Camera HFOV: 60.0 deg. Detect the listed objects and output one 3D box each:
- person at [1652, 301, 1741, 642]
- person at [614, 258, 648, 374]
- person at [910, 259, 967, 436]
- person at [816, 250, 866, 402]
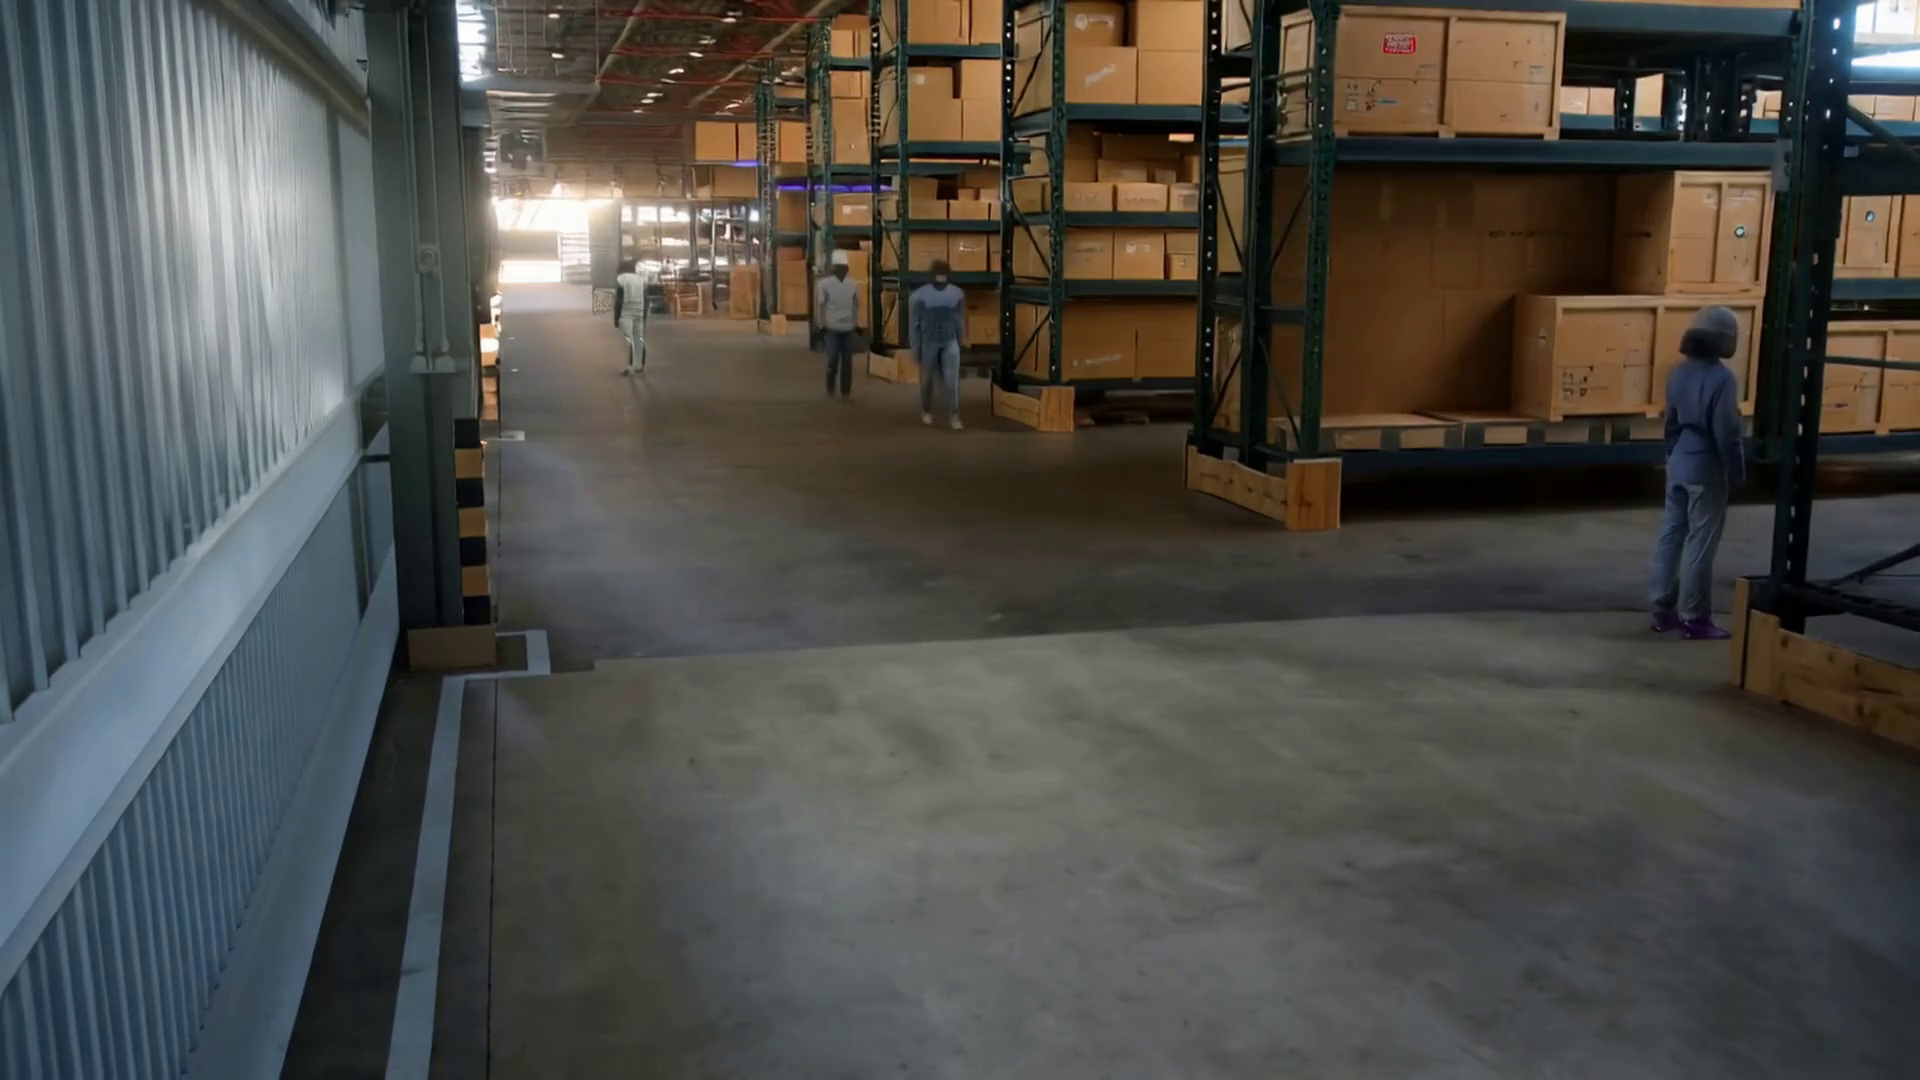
[{"bbox_3d":[3.823,-0.350,8.573,0.289,1.746,0.487,-3,10,-17],"label":"person"},{"bbox_3d":[-5.242,-3.548,26.404,0.429,1.841,0.634,8,13,39],"label":"person"},{"bbox_3d":[-0.232,-2.080,17.996,0.655,1.883,1.036,-3,10,-16],"label":"person"},{"bbox_3d":[-1.544,-2.780,21.685,0.620,1.978,0.438,-4,11,-23],"label":"person"}]
